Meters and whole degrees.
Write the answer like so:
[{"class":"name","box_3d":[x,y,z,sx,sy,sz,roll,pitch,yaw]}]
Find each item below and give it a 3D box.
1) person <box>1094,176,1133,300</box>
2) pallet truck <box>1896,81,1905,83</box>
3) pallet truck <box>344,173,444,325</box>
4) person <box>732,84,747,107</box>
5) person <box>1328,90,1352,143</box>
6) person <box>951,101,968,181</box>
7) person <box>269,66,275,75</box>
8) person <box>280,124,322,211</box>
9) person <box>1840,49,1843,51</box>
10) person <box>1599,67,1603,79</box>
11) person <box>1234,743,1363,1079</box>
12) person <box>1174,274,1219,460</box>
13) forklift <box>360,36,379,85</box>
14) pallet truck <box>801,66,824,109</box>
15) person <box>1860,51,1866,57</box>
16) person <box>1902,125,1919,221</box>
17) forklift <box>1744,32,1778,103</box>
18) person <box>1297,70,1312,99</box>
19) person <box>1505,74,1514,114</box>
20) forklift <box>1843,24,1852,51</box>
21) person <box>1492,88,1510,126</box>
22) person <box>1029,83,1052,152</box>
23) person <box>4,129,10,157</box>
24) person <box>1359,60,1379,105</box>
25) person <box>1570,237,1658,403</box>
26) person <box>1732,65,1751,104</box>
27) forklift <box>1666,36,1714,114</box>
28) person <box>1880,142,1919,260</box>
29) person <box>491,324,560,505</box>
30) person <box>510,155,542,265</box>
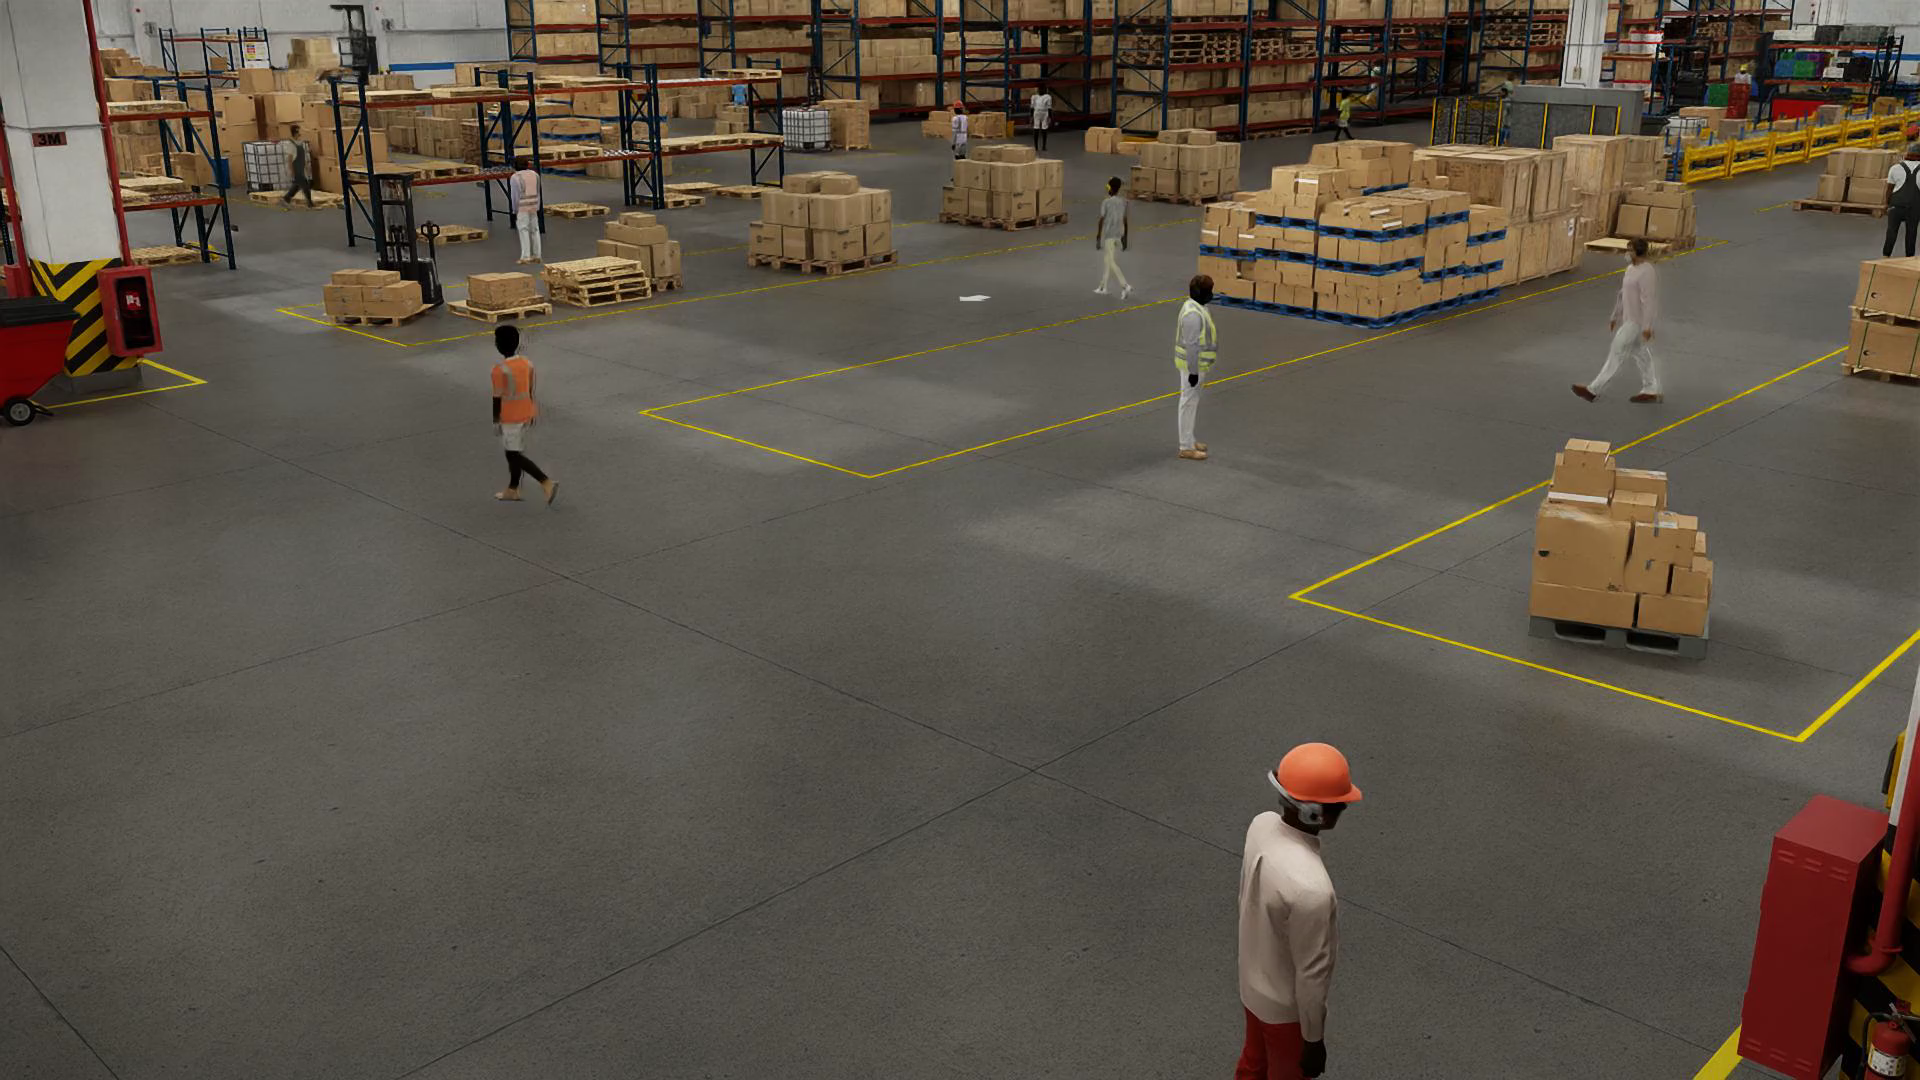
[{"class":"person","box_3d":[2.353,-4.583,25.268,0.530,1.834,0.917,-13,22,-34]},{"class":"pallet truck","box_3d":[34.802,-16.331,61.455,0.653,1.274,1.630,17,25,41]},{"class":"pallet truck","box_3d":[-8.209,-4.181,23.757,0.823,1.965,1.885,3,19,9]},{"class":"person","box_3d":[-7.485,-14.880,56.470,0.533,1.692,0.322,-7,20,-20]},{"class":"person","box_3d":[11.470,-12.610,49.699,0.876,1.653,0.539,11,21,29]},{"class":"person","box_3d":[-0.030,-9.731,40.600,0.394,1.929,0.539,11,21,30]},{"class":"person","box_3d":[-24.282,-15.919,59.282,0.512,1.897,0.627,-5,19,-13]},{"class":"person","box_3d":[-14.030,-7.855,35.122,0.871,1.816,0.528,1,18,3]},{"class":"person","box_3d":[44.636,-24.098,83.902,0.577,1.904,0.860,-14,23,-37]},{"class":"person","box_3d":[22.287,-15.529,58.112,0.641,1.900,0.395,15,24,39]},{"class":"person","box_3d":[1.223,1.668,6.145,0.400,1.989,0.623,-3,19,-10]},{"class":"person","box_3d":[2.363,-1.740,16.654,0.430,1.841,0.623,3,19,10]},{"class":"forklift","box_3d":[-22.085,-17.432,62.302,1.129,2.768,1.873,17,25,41]},{"class":"pallet truck","box_3d":[-4.812,-15.182,56.903,0.823,1.965,1.885,-9,21,-26]},{"class":"person","box_3d":[38.740,-20.042,71.622,0.614,1.946,0.390,1,18,5]},{"class":"person","box_3d":[19.062,-7.377,33.500,0.409,1.920,0.553,4,19,11]},{"class":"forklift","box_3d":[33.020,-19.373,68.149,1.129,2.768,1.873,-13,23,-35]},{"class":"person","box_3d":[12.923,-16.950,62.393,0.648,1.891,0.437,11,22,31]},{"class":"person","box_3d":[19.841,-16.082,60.266,0.890,1.580,0.515,2,18,6]},{"class":"forklift","box_3d":[43.554,-24.153,82.552,1.129,2.768,1.873,0,18,1]},{"class":"person","box_3d":[16.284,-12.764,50.094,0.461,1.679,0.560,-15,24,-39]},{"class":"person","box_3d":[2.343,-12.215,48.058,0.678,1.939,0.701,3,19,9]},{"class":"person","box_3d":[-21.172,-8.688,37.524,0.994,1.904,0.625,11,21,30]},{"class":"person","box_3d":[16.511,-18.279,66.574,0.948,1.776,0.625,1,18,3]},{"class":"person","box_3d":[7.498,-2.465,18.759,1.025,1.881,0.658,3,19,8]},{"class":"person","box_3d":[29.052,-16.767,61.959,0.611,1.806,0.730,14,23,37]},{"class":"forklift","box_3d":[27.341,-17.291,61.877,1.129,2.768,1.873,17,25,41]},{"class":"person","box_3d":[16.260,-5.809,28.597,0.676,2.000,0.536,8,20,24]},{"class":"person","box_3d":[-3.964,-1.108,15.015,0.718,1.676,0.538,6,19,18]},{"class":"person","box_3d":[-7.405,-5.612,28.314,0.429,1.841,0.636,11,21,29]}]
